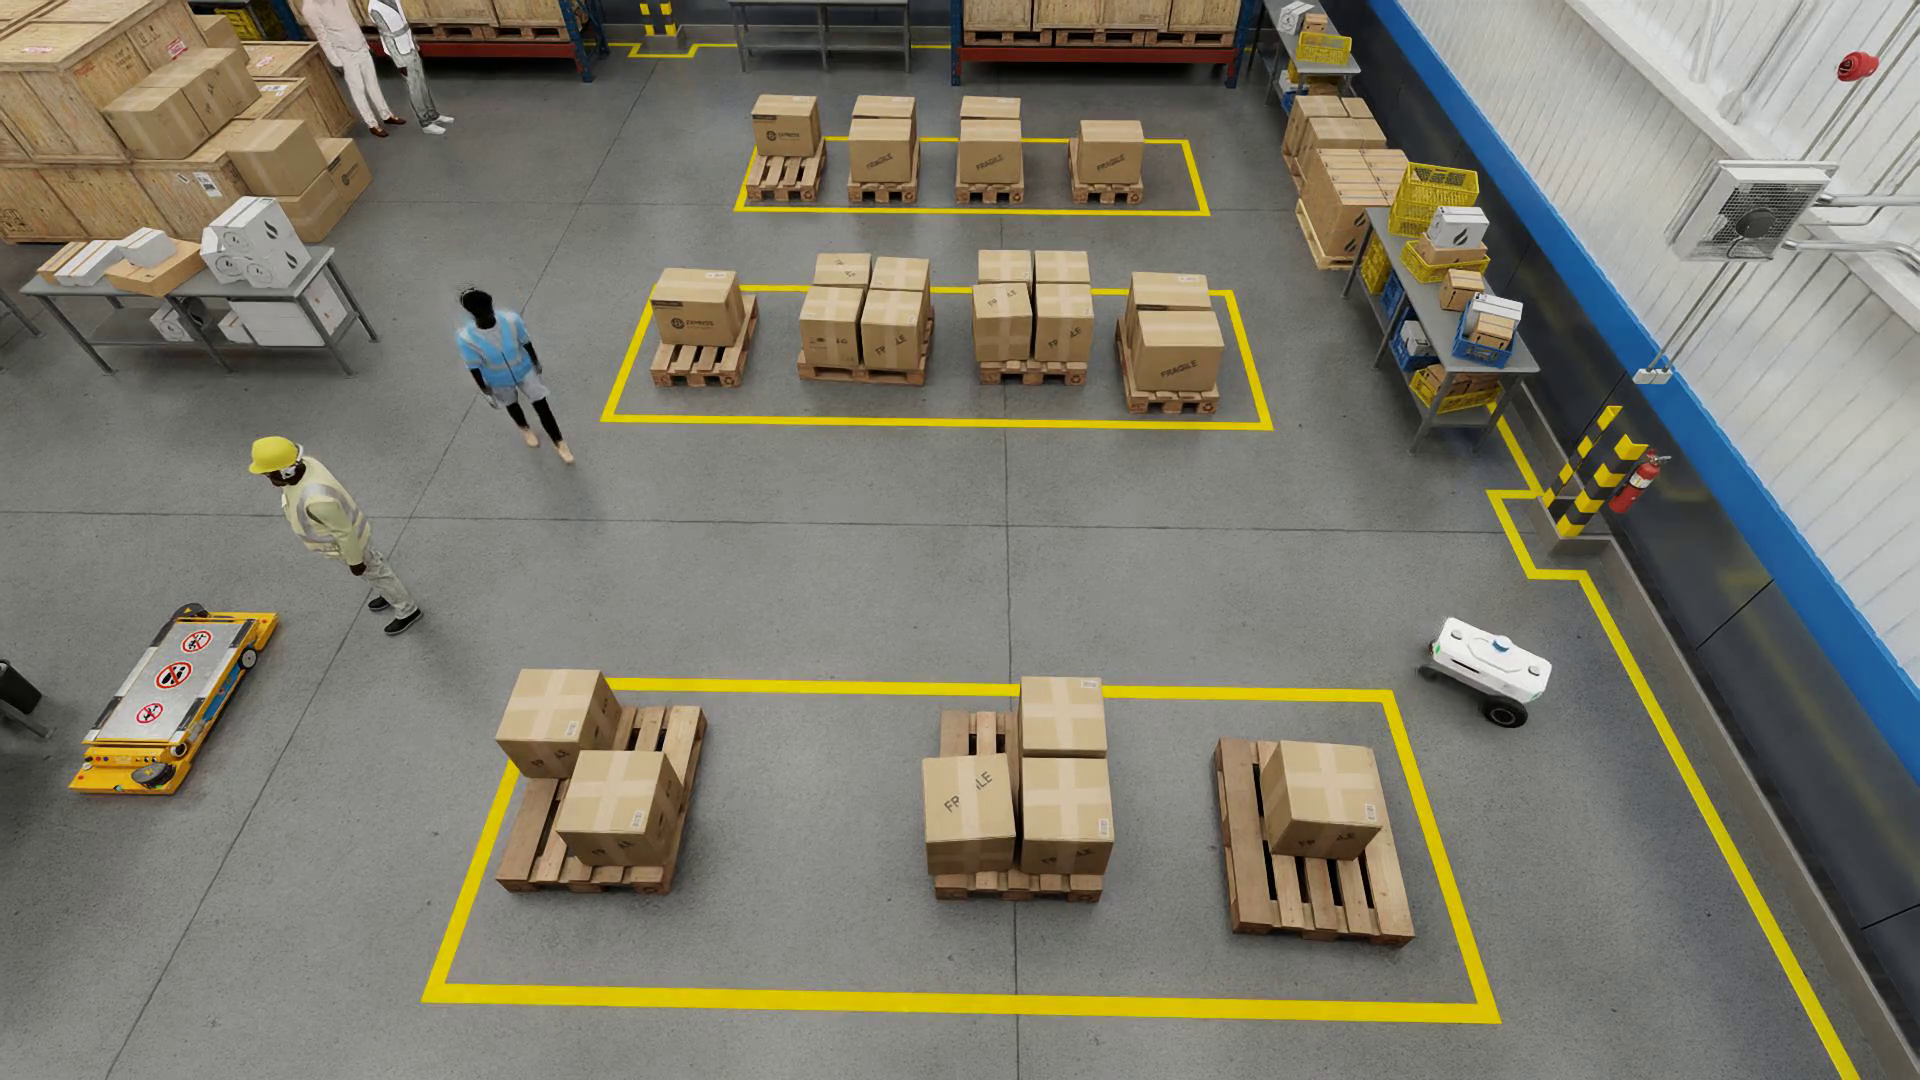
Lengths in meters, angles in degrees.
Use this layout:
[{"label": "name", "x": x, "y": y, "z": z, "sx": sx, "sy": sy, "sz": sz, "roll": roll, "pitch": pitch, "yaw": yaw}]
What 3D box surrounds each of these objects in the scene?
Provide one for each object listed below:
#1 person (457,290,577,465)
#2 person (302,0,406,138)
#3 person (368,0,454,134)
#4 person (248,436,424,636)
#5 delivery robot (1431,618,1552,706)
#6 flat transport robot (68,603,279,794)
[{"label": "person", "x": -3.663, "y": -1.295, "z": 7.538, "sx": 0.557, "sy": 1.662, "sz": 0.844, "roll": -30, "pitch": 56, "yaw": -23}, {"label": "person", "x": -7.576, "y": -6.065, "z": 11.417, "sx": 0.408, "sy": 1.906, "sz": 0.653, "roll": 11, "pitch": 51, "yaw": 10}, {"label": "person", "x": -6.939, "y": -6.081, "z": 11.431, "sx": 0.385, "sy": 1.912, "sz": 0.592, "roll": -1, "pitch": 50, "yaw": -1}, {"label": "person", "x": -4.300, "y": -0.025, "z": 6.354, "sx": 0.403, "sy": 1.833, "sz": 0.590, "roll": -34, "pitch": 58, "yaw": -25}, {"label": "delivery robot", "x": 3.685, "y": 0.842, "z": 6.393, "sx": 0.707, "sy": 0.478, "sz": 0.477, "roll": 28, "pitch": 55, "yaw": 22}, {"label": "flat transport robot", "x": -5.504, "y": 1.072, "z": 6.442, "sx": 0.652, "sy": 0.197, "sz": 1.431, "roll": 1, "pitch": 50, "yaw": 1}]
